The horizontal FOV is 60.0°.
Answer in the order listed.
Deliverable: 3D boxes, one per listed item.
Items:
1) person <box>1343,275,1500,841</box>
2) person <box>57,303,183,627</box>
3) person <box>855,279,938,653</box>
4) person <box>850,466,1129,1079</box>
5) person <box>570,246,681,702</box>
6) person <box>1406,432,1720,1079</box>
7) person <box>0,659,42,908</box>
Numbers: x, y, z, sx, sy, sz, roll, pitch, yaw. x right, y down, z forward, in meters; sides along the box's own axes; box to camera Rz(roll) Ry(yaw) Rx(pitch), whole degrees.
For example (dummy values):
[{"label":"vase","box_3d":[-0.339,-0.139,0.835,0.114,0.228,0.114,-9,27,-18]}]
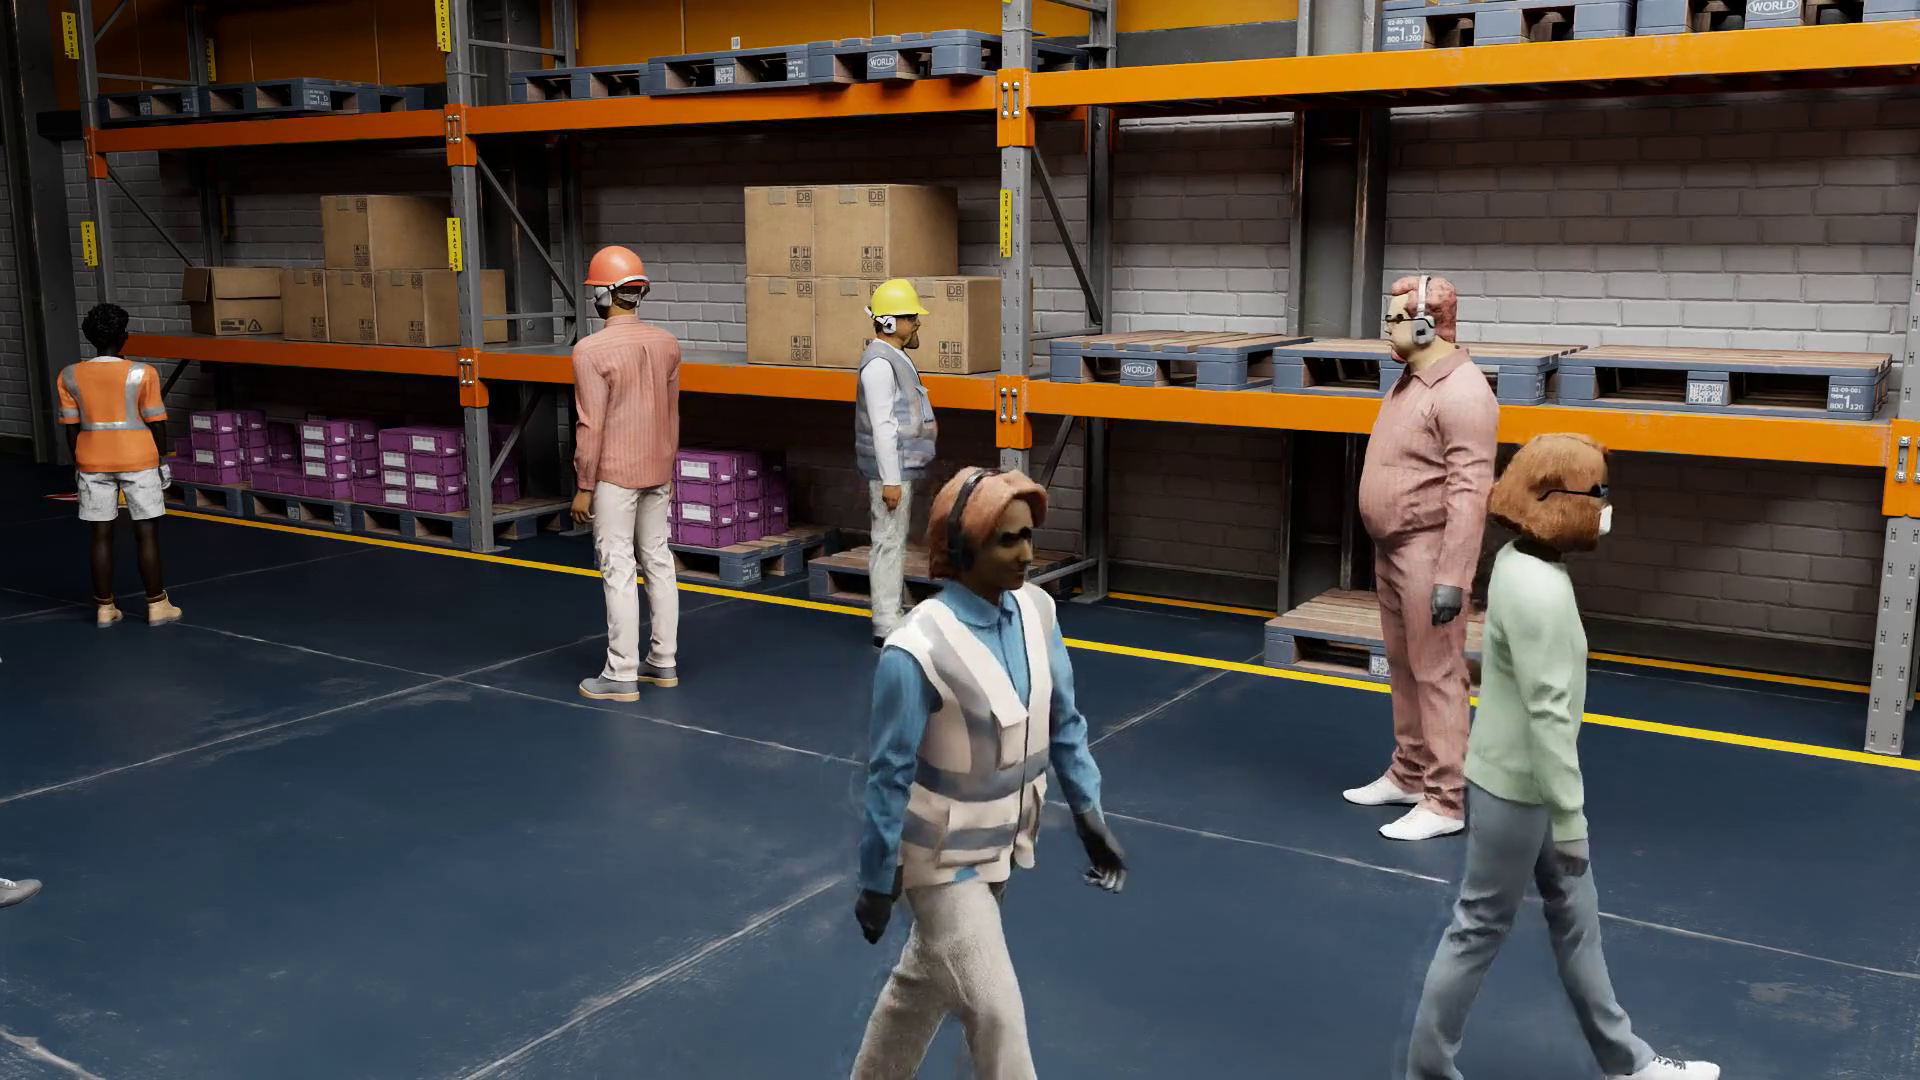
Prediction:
[{"label":"person","box_3d":[1.549,0.063,5.661,0.401,1.904,0.650,-1,10,-5]},{"label":"person","box_3d":[-4.392,-0.381,8.697,0.534,1.697,0.317,-1,10,-6]},{"label":"person","box_3d":[-0.310,-0.358,8.188,0.404,1.833,0.590,1,10,3]},{"label":"person","box_3d":[0.025,0.637,3.349,0.859,1.590,0.518,6,12,31]},{"label":"person","box_3d":[-1.477,-0.287,7.351,0.381,1.995,0.611,6,12,31]},{"label":"person","box_3d":[1.383,0.565,3.719,0.745,1.604,0.532,3,11,17]},{"label":"person","box_3d":[-3.119,0.224,4.929,0.571,1.844,0.375,3,11,18]}]
